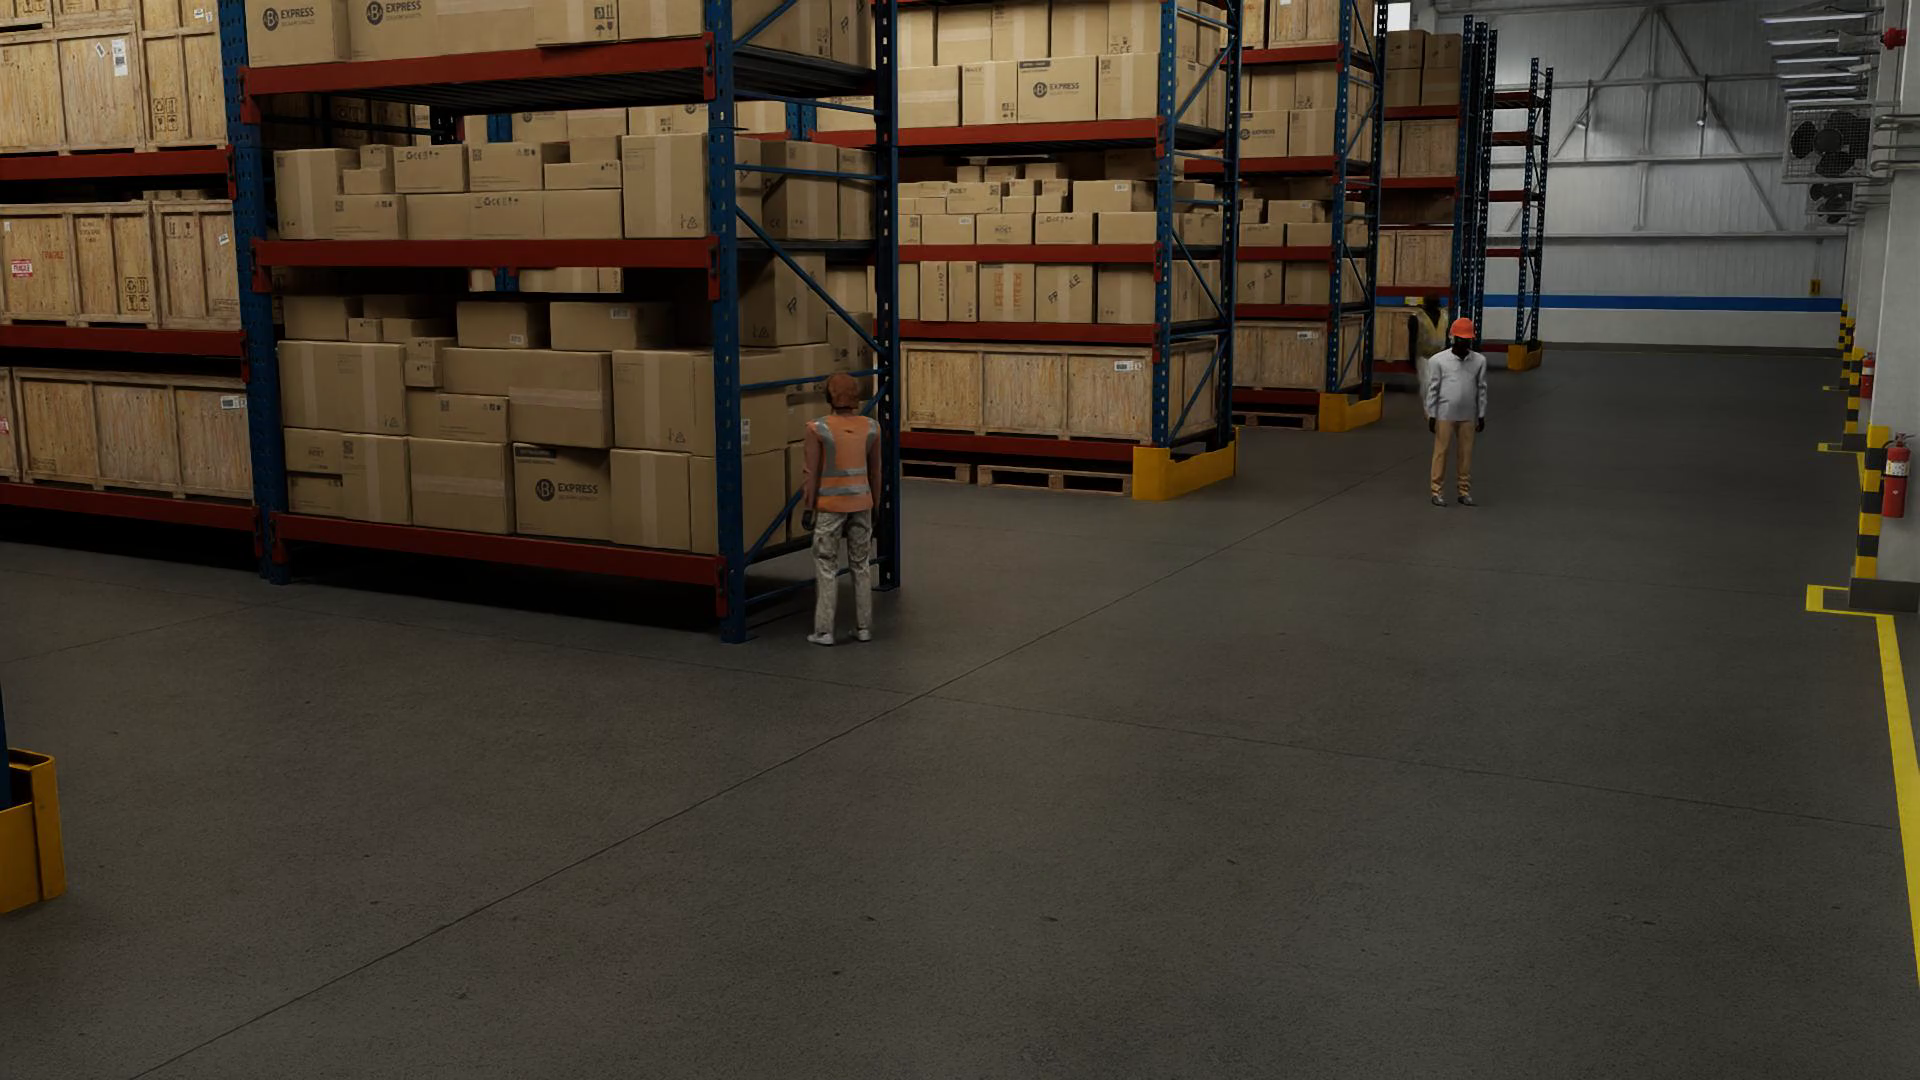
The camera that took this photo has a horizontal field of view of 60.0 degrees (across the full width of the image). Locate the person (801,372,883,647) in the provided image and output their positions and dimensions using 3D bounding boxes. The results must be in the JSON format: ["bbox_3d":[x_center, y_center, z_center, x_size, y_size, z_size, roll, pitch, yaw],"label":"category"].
[{"bbox_3d":[-0.693,-0.180,9.905,0.525,1.632,0.312,-6,11,-31],"label":"person"}]

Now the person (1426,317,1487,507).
[{"bbox_3d":[4.575,-1.170,15.306,0.566,1.744,0.349,-1,10,-5],"label":"person"}]

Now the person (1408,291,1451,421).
[{"bbox_3d":[6.555,-2.583,23.325,0.643,1.809,0.647,-2,10,-11],"label":"person"}]

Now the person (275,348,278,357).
[{"bbox_3d":[-7.930,-1.974,19.450,0.384,1.930,0.540,-2,10,-11],"label":"person"}]
